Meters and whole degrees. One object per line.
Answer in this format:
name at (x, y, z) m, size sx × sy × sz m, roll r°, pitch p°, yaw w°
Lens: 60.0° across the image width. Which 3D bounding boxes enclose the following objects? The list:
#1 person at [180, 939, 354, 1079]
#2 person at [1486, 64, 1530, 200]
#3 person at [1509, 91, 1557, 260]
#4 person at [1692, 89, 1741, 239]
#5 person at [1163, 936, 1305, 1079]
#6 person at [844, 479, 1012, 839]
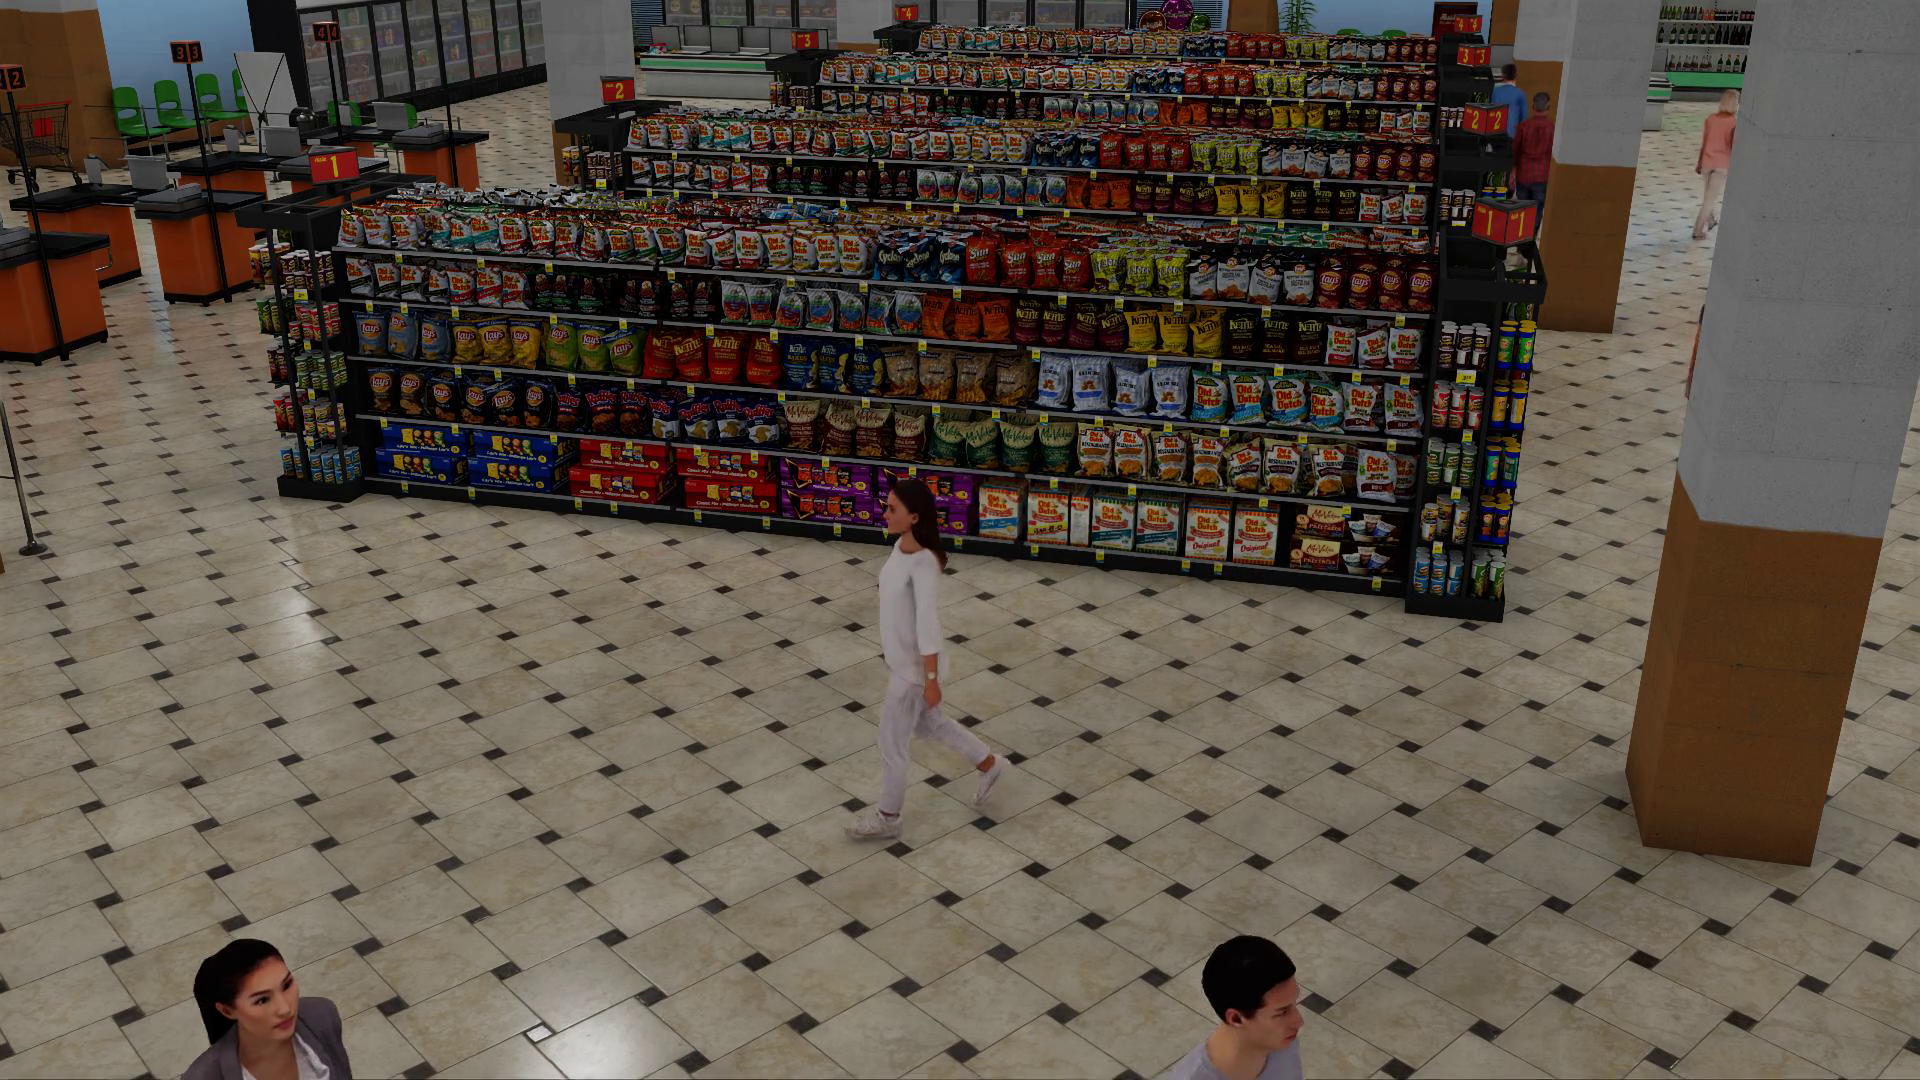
person at (-1.796, 1.739, 4.359) m, size 1.194 × 1.626 × 0.945 m, roll 18°, pitch 28°, yaw 37°
person at (6.922, -5.149, 21.324) m, size 1.139 × 1.759 × 1.161 m, roll -16°, pitch 27°, yaw -35°
person at (6.343, -3.999, 18.409) m, size 1.094 × 1.798 × 0.839 m, roll 9°, pitch 23°, yaw 21°
person at (8.836, -4.389, 19.526) m, size 1.027 × 1.689 × 1.043 m, roll -17°, pitch 28°, yaw -37°
person at (0.551, 1.733, 4.069) m, size 0.812 × 1.853 × 0.823 m, roll 18°, pitch 28°, yaw 37°
person at (-0.121, 0.529, 7.321) m, size 1.125 × 1.663 × 0.938 m, roll -6°, pitch 23°, yaw -14°
